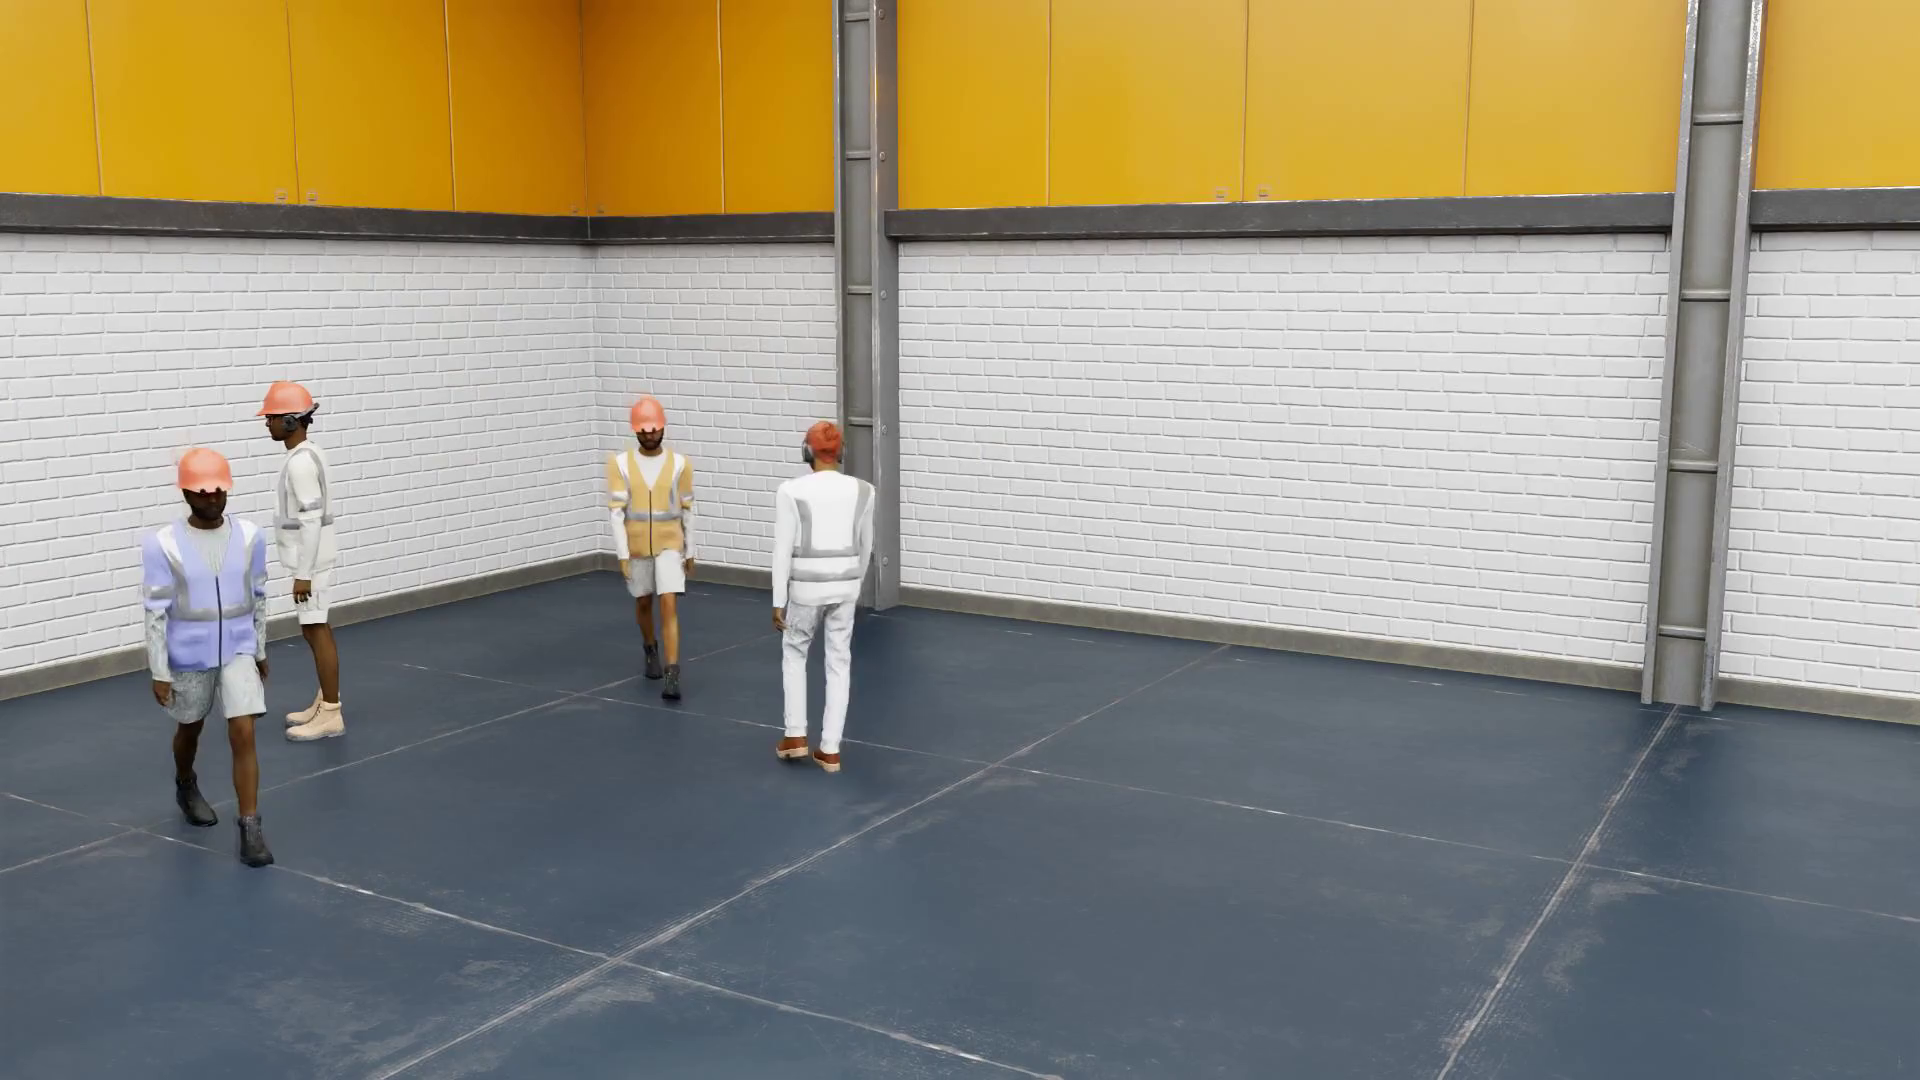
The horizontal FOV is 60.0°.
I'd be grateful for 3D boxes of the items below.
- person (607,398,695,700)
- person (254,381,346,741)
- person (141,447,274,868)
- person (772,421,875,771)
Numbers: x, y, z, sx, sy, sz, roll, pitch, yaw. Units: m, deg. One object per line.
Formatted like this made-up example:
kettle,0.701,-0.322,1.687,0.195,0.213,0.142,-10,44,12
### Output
person,-1.950,0.032,10.546,0.541,1.876,1.038,-1,9,-9
person,-3.751,0.119,9.469,0.396,2.042,0.611,-3,10,-18
person,-3.474,0.492,7.667,0.554,1.889,1.018,-7,12,-38
person,-0.748,0.291,8.958,0.599,1.860,0.599,-4,10,-21
